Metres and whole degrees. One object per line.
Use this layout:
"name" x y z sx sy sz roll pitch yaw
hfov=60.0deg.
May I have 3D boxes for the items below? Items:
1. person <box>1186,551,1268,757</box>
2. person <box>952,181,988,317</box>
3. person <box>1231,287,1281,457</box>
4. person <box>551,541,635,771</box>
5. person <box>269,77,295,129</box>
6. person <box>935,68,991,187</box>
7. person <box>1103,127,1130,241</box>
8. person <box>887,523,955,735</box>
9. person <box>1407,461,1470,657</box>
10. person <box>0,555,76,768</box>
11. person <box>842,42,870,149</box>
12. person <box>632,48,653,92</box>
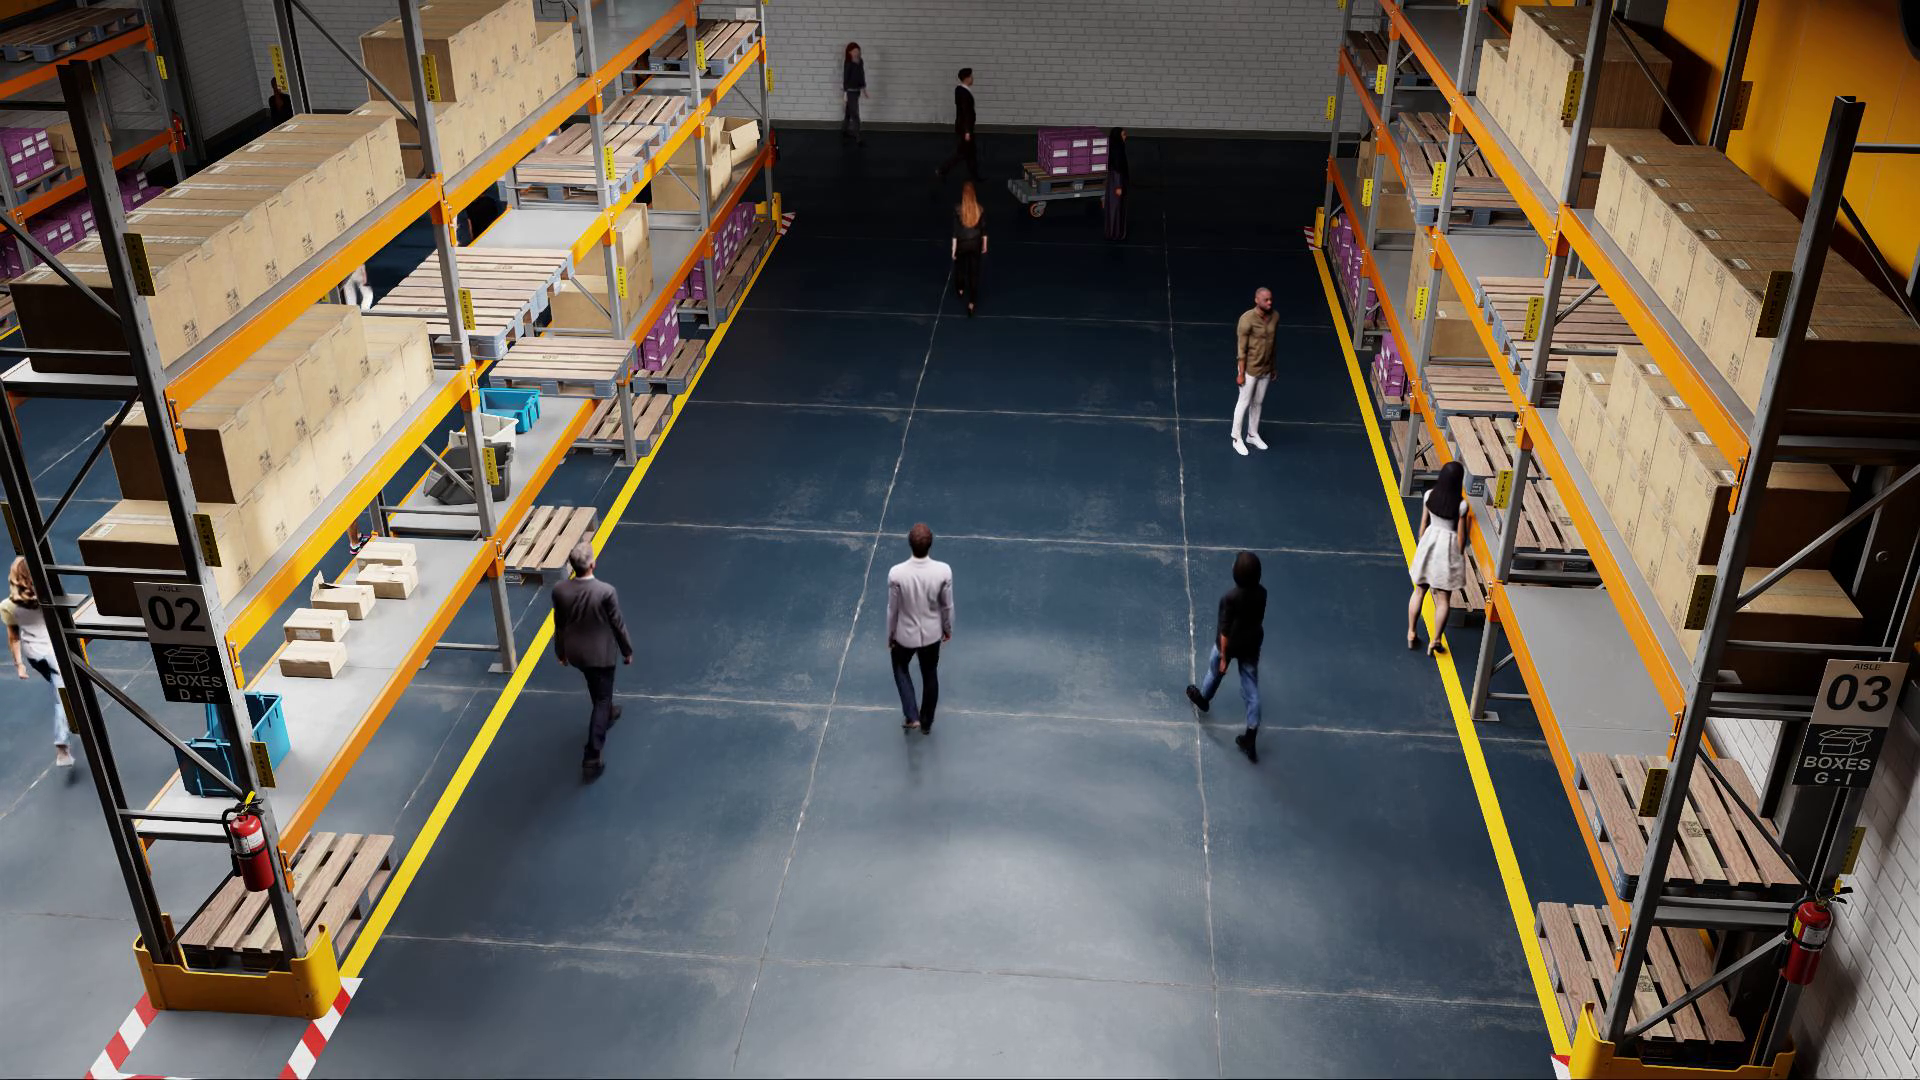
"person" 2.200 0.903 12.838 0.941 1.662 1.201 -11 31 -20
"person" 0.121 -3.689 21.251 0.800 1.667 1.179 -3 29 -6
"person" 3.134 -1.822 17.663 0.800 1.825 0.823 -17 33 -29
"person" -2.828 0.899 12.702 0.837 1.800 1.239 6 29 11
"person" -10.922 -6.717 26.919 0.637 1.555 0.677 -12 31 -22
"person" -0.006 -6.471 26.171 0.924 1.839 1.144 -4 29 -8
"person" 2.259 -5.152 23.987 0.640 1.614 0.508 2 29 4
"person" -0.315 0.758 12.922 0.773 1.836 0.762 -5 29 -10
"person" 4.063 0.147 14.113 0.782 1.769 0.815 21 35 34
"person" -6.960 0.959 12.716 0.890 1.680 1.241 -6 29 -11
"person" -1.851 -7.602 28.358 1.017 1.730 1.051 12 31 21
"person" -5.310 -7.493 28.168 0.596 1.721 0.509 3 29 6
